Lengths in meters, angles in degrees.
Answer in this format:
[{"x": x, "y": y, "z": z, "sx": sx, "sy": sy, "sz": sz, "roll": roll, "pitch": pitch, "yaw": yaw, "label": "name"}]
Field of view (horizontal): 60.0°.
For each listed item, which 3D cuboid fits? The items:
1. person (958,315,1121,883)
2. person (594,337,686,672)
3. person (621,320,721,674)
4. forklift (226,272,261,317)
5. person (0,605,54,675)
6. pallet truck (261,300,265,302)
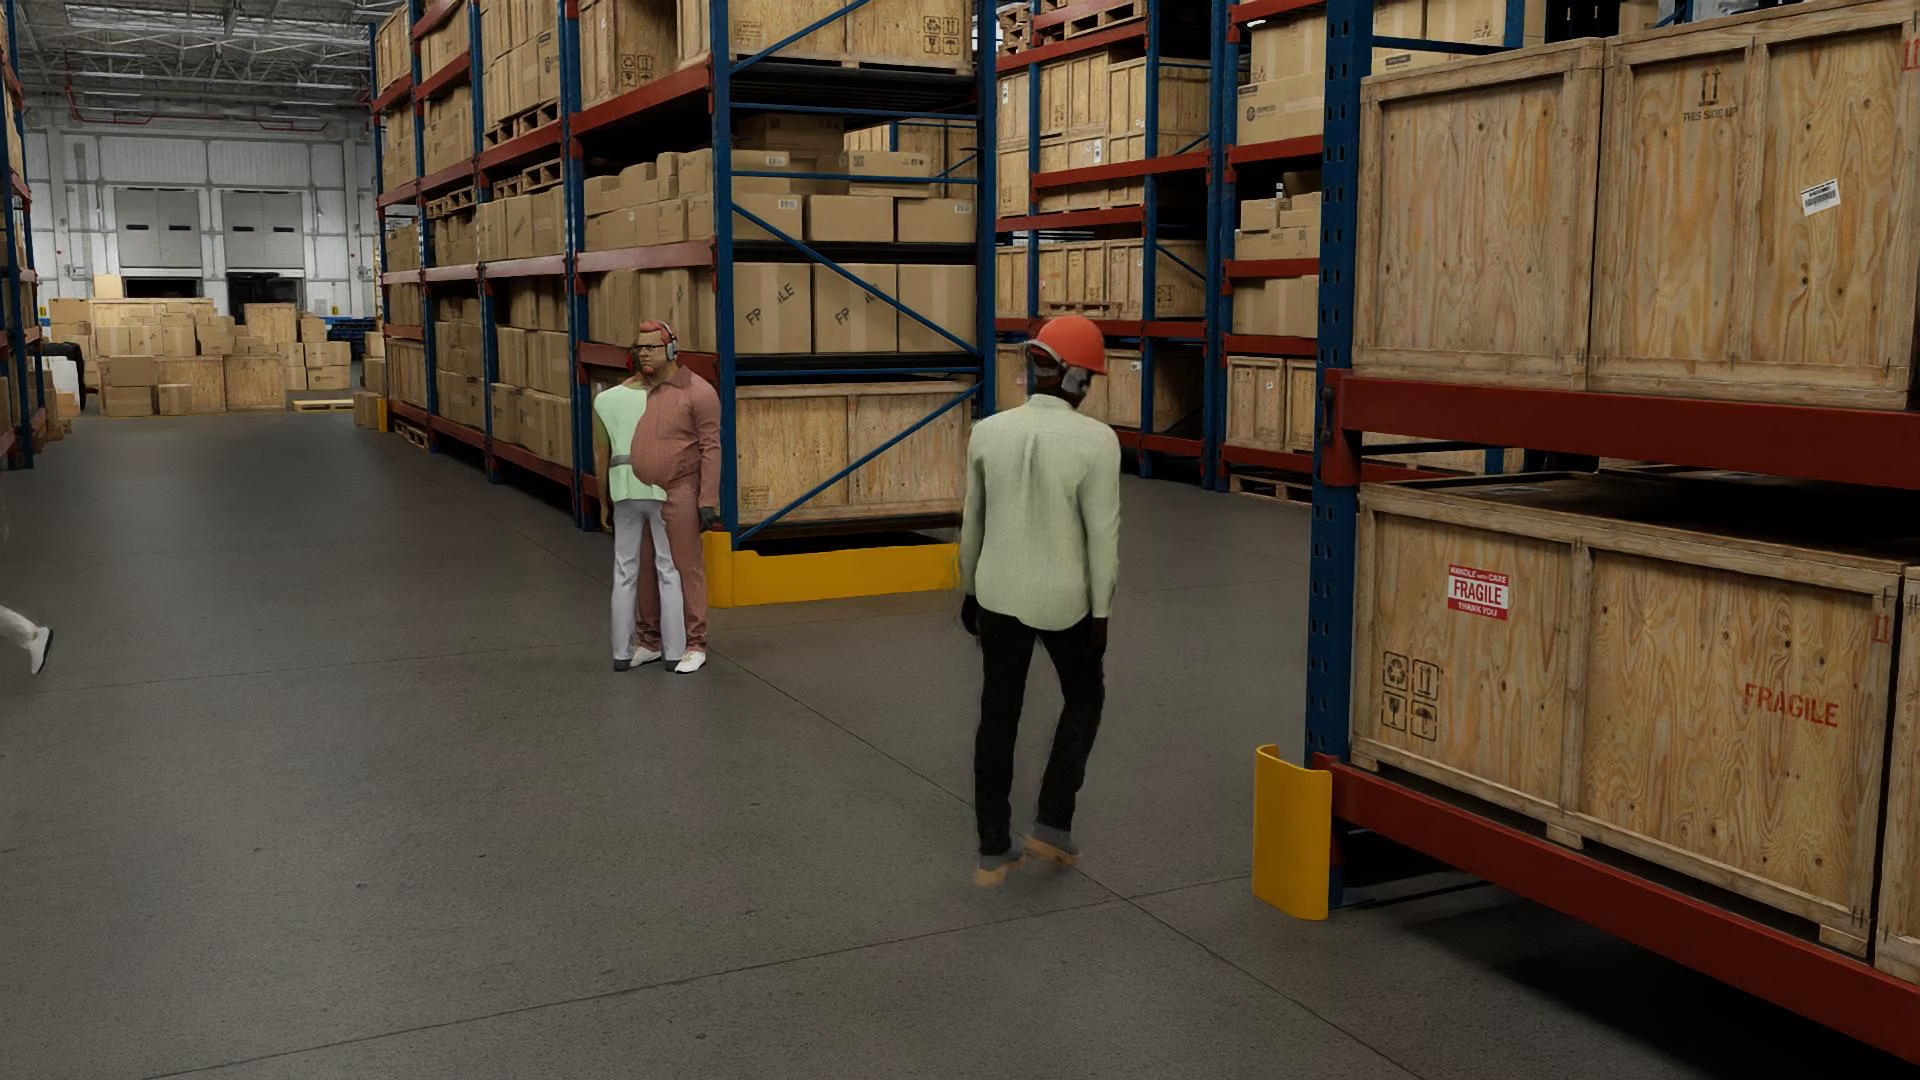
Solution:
[{"x": 0.258, "y": 0.209, "z": 5.776, "sx": 0.681, "sy": 1.958, "sz": 0.527, "roll": 4, "pitch": 9, "yaw": 25, "label": "person"}, {"x": -1.688, "y": -0.192, "z": 9.014, "sx": 0.566, "sy": 1.837, "sz": 0.392, "roll": 0, "pitch": 8, "yaw": -1, "label": "person"}, {"x": -1.612, "y": -0.228, "z": 9.000, "sx": 0.648, "sy": 1.907, "sz": 0.401, "roll": 3, "pitch": 9, "yaw": 22, "label": "person"}, {"x": -21.439, "y": -6.646, "z": 49.917, "sx": 1.873, "sy": 2.768, "sz": 1.129, "roll": 6, "pitch": 10, "yaw": 35, "label": "forklift"}, {"x": -5.028, "y": -0.008, "z": 8.478, "sx": 0.532, "sy": 1.612, "sz": 0.661, "roll": 7, "pitch": 11, "yaw": 40, "label": "person"}, {"x": -23.913, "y": -7.404, "z": 58.171, "sx": 1.885, "sy": 1.965, "sz": 0.823, "roll": -1, "pitch": 8, "yaw": -9, "label": "pallet truck"}]
